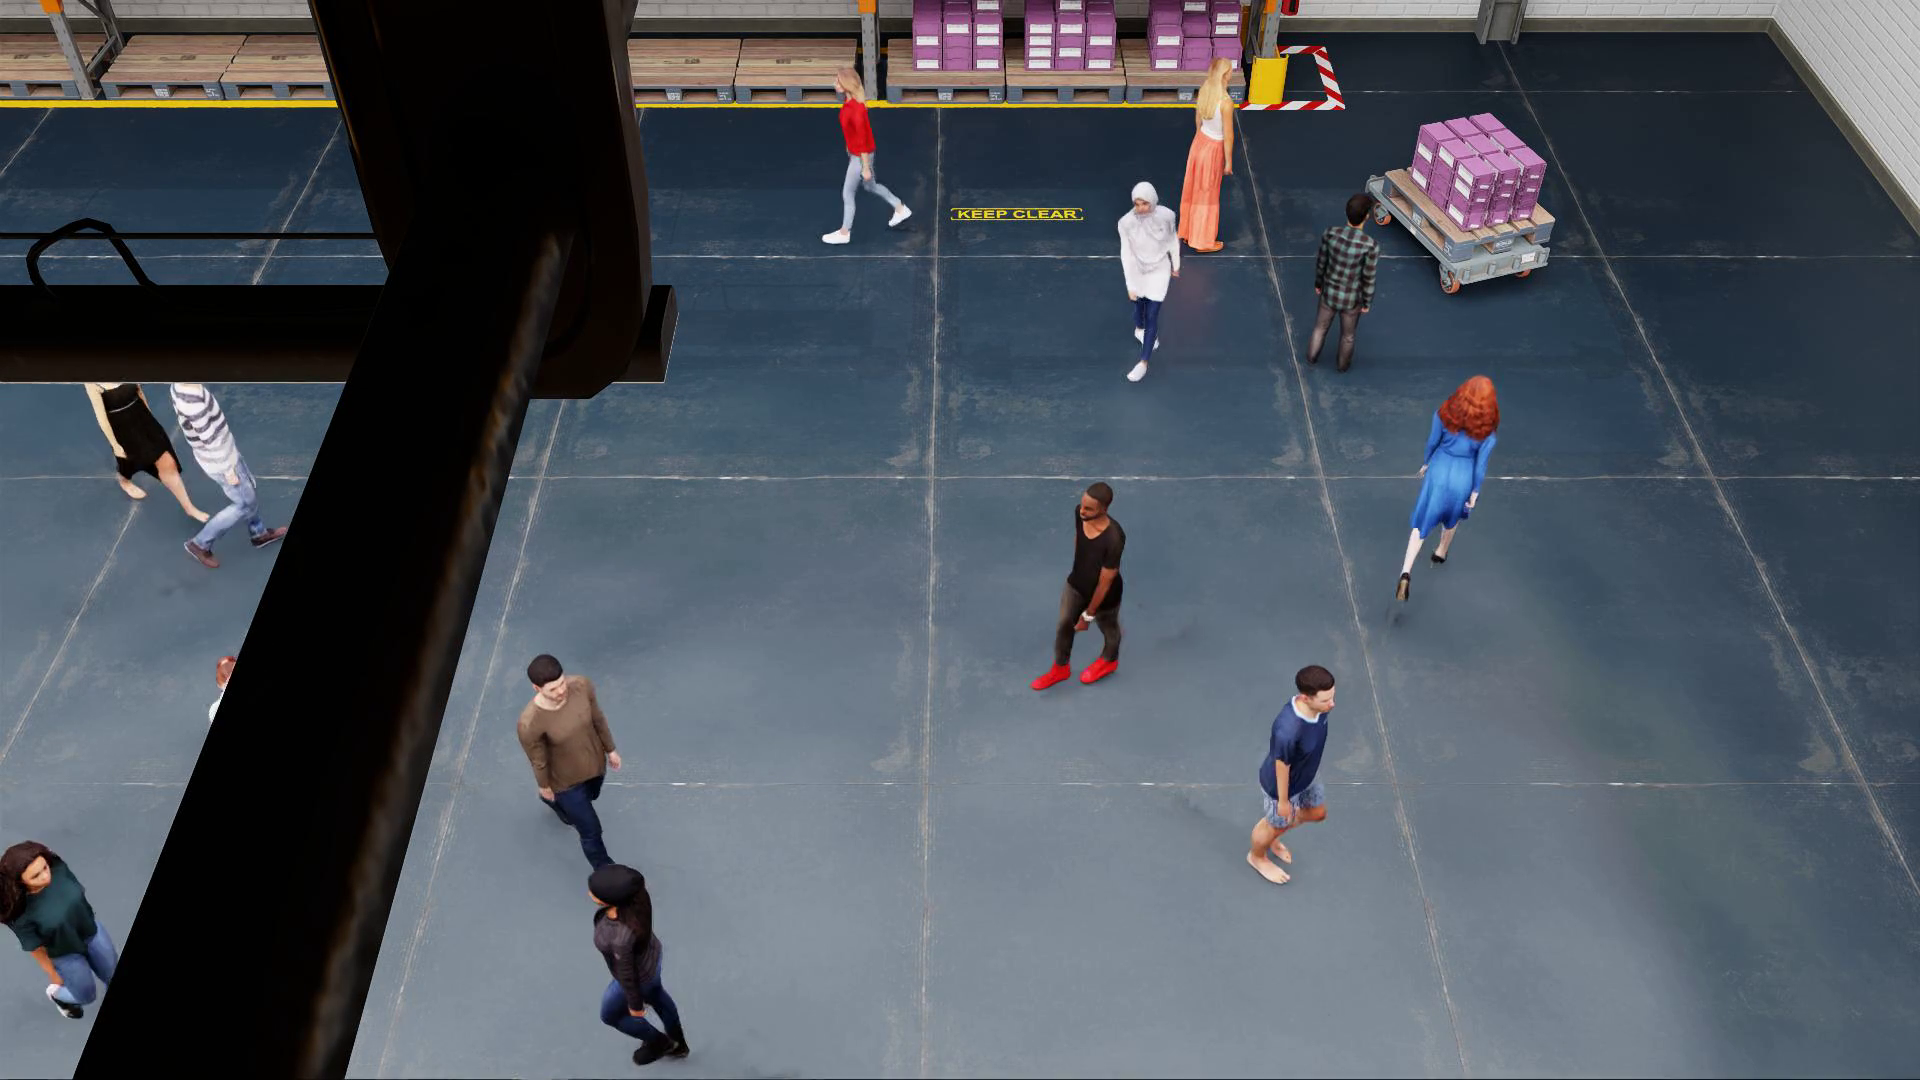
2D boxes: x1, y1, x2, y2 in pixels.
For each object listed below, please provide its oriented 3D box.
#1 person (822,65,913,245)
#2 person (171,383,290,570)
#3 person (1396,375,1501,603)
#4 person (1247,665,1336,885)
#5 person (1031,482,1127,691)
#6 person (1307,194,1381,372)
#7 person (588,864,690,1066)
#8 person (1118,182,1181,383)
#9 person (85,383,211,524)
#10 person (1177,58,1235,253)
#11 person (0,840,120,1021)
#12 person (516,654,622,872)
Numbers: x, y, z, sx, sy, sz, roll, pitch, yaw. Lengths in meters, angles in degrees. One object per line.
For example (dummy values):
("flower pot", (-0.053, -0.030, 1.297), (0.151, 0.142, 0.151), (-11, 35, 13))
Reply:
("person", (-0.809, -3.357, 14.576), (1.110, 1.673, 0.761), (-7, 44, -8))
("person", (-5.215, -0.543, 11.508), (1.050, 1.832, 0.910), (-21, 47, -20))
("person", (3.271, -0.325, 11.302), (1.100, 1.800, 1.030), (24, 48, 23))
("person", (1.833, 1.304, 9.567), (0.802, 1.835, 0.754), (29, 51, 27))
("person", (0.955, 0.273, 10.687), (0.988, 1.783, 0.896), (-27, 50, -25))
("person", (3.072, -1.999, 13.349), (0.676, 1.710, 0.786), (22, 48, 21))
("person", (-1.587, 2.239, 8.656), (0.603, 1.737, 0.638), (1, 44, 1))
("person", (1.513, -2.158, 13.285), (0.962, 1.719, 0.801), (-2, 44, -2))
("person", (-6.038, -0.829, 11.987), (1.168, 1.584, 0.946), (22, 48, 21))
("person", (2.160, -3.347, 14.470), (0.736, 1.805, 0.722), (-20, 47, -20))
("person", (-4.796, 2.125, 8.872), (0.905, 1.604, 0.743), (13, 45, 13))
("person", (-2.267, 1.263, 9.593), (1.231, 1.859, 1.077), (26, 50, 25))
